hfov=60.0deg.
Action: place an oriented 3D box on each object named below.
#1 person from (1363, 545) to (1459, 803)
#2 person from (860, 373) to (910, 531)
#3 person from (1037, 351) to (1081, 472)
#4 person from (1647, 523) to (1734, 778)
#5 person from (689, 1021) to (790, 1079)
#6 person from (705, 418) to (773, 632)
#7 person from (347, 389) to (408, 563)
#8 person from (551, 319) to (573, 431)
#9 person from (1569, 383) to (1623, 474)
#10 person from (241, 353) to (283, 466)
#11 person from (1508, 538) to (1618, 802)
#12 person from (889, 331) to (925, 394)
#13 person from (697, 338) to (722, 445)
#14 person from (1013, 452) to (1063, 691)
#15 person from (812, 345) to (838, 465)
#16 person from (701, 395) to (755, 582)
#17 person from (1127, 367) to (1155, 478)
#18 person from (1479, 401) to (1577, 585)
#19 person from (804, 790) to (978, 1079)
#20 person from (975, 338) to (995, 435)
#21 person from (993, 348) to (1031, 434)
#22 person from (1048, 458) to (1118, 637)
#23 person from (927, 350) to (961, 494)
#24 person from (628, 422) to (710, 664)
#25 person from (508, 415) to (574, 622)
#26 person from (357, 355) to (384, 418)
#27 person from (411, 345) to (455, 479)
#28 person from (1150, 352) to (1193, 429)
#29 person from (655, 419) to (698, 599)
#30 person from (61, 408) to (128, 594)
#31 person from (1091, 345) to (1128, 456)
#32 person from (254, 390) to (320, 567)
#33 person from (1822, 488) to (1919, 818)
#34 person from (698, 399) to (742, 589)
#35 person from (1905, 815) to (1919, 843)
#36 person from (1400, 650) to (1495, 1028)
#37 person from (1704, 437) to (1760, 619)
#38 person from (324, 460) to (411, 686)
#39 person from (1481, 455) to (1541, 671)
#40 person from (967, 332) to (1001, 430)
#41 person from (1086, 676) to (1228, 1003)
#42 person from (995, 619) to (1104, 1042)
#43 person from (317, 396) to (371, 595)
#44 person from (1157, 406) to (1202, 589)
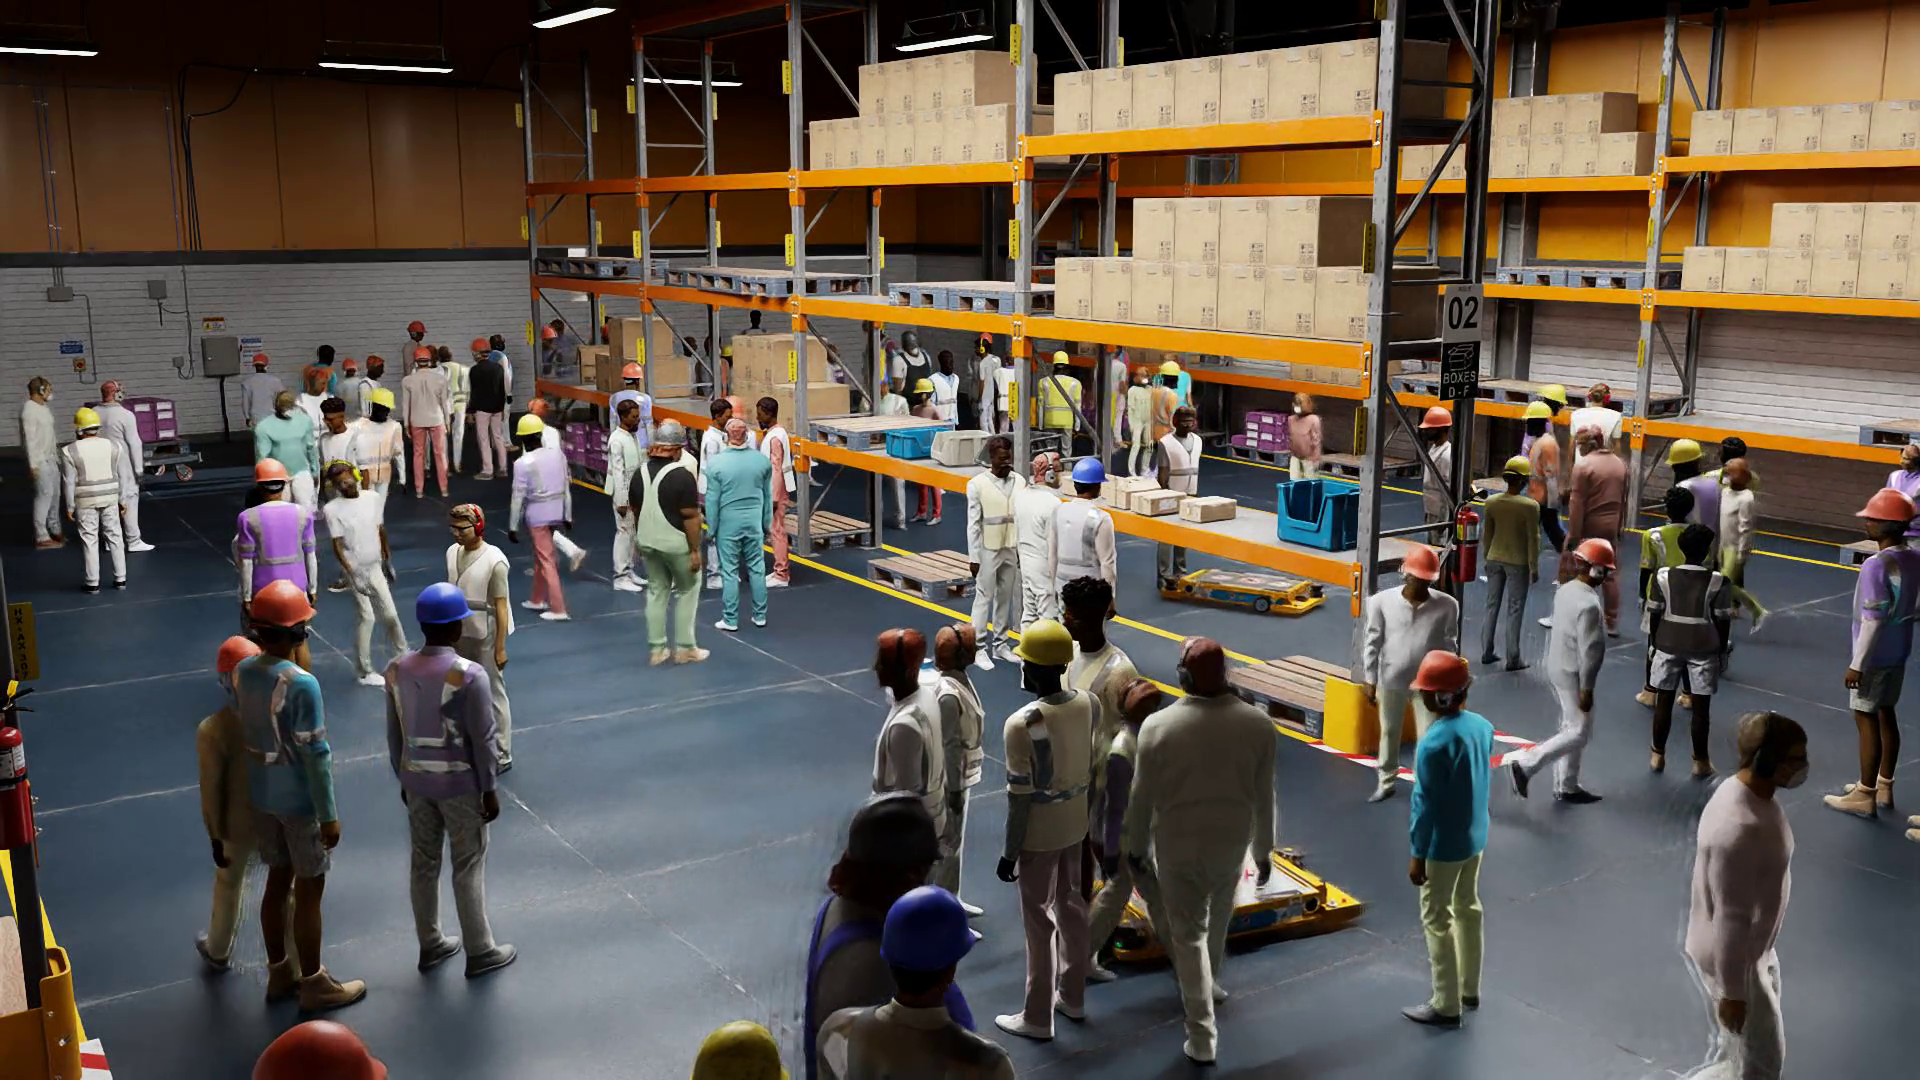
[{"bbox_3d":[2.784,0.859,10.296,0.576,1.715,0.590,2,11,12],"label":"person"},{"bbox_3d":[-0.853,-1.063,19.664,0.687,1.908,0.492,2,11,12],"label":"person"},{"bbox_3d":[1.316,-1.543,22.077,0.581,1.919,0.398,1,11,3],"label":"person"},{"bbox_3d":[4.816,0.730,11.009,0.531,1.692,0.320,8,13,34],"label":"person"},{"bbox_3d":[-0.574,2.039,4.221,0.491,1.731,0.324,8,14,37],"label":"person"},{"bbox_3d":[-1.990,-0.137,14.897,0.652,1.906,0.403,-7,13,-31],"label":"person"},{"bbox_3d":[-6.210,-0.667,17.669,0.570,1.878,0.624,11,15,44],"label":"person"},{"bbox_3d":[-6.874,-2.850,28.734,0.368,1.933,0.628,-3,11,-14],"label":"person"},{"bbox_3d":[7.096,-0.834,18.617,0.565,1.846,0.390,7,13,32],"label":"person"},{"bbox_3d":[-9.916,-1.786,23.736,0.573,1.746,0.347,-2,11,-10],"label":"person"},{"bbox_3d":[3.790,0.834,10.412,0.568,1.719,0.602,1,11,3],"label":"person"},{"bbox_3d":[-0.871,-2.585,27.681,0.638,1.819,0.801,-1,11,-4],"label":"person"},{"bbox_3d":[-3.626,-1.990,24.299,0.371,1.941,0.627,1,11,7],"label":"person"},{"bbox_3d":[0.672,0.271,12.811,0.410,1.909,0.642,-5,12,-26],"label":"person"},{"bbox_3d":[-2.012,-2.019,24.805,0.472,1.804,0.611,0,11,-1],"label":"person"},{"bbox_3d":[-2.327,-0.509,16.772,0.564,1.922,0.422,-2,11,-8],"label":"person"},{"bbox_3d":[2.522,-1.603,23.138,0.517,1.616,0.302,-9,14,-38],"label":"person"},{"bbox_3d":[5.808,-0.451,16.625,1.021,1.872,0.590,3,11,14],"label":"person"},{"bbox_3d":[-0.214,1.725,5.024,0.581,2.000,0.694,-3,11,-13],"label":"person"},{"bbox_3d":[0.368,-2.128,25.219,0.333,1.860,0.510,4,12,20],"label":"person"},{"bbox_3d":[0.733,-1.814,23.672,0.561,1.836,0.394,4,12,20],"label":"person"},{"bbox_3d":[0.916,0.362,12.238,0.391,1.946,0.615,-10,15,-42],"label":"person"},{"bbox_3d":[-0.229,-1.582,22.265,0.372,1.916,0.597,8,14,37],"label":"person"},{"bbox_3d":[-2.375,0.022,13.738,0.705,2.000,0.535,7,13,32],"label":"person"},{"bbox_3d":[-3.917,-0.209,15.278,0.797,1.891,0.616,7,13,30],"label":"person"},{"bbox_3d":[-7.825,-1.510,22.013,0.501,1.873,0.695,-1,11,-4],"label":"person"},{"bbox_3d":[-7.447,-1.816,23.543,0.585,1.883,0.343,-7,13,-30],"label":"person"},{"bbox_3d":[2.914,-1.733,23.326,0.595,1.799,0.878,-3,12,-16],"label":"person"},{"bbox_3d":[-2.791,-0.309,16.170,0.560,1.752,0.326,8,14,37],"label":"person"},{"bbox_3d":[-8.502,-0.387,16.352,0.404,1.836,0.600,10,15,41],"label":"person"},{"bbox_3d":[2.341,-2.124,25.319,0.538,1.800,0.904,8,14,36],"label":"person"},{"bbox_3d":[-7.043,-0.643,17.548,0.644,1.876,0.953,-8,14,-35],"label":"person"},{"bbox_3d":[5.661,0.694,10.293,0.615,2.042,0.376,-8,14,-37],"label":"person"},{"bbox_3d":[-2.412,-0.456,16.545,0.404,1.906,0.598,0,11,-2],"label":"person"},{"bbox_3d":[5.862,0.896,9.800,0.342,1.839,0.502,8,13,35],"label":"person"},{"bbox_3d":[2.234,1.359,7.677,0.384,1.739,0.578,10,15,43],"label":"person"},{"bbox_3d":[7.030,-0.105,15.265,0.540,1.699,0.316,-1,11,-5],"label":"person"},{"bbox_3d":[-4.647,0.256,13.116,0.402,1.835,0.603,6,13,30],"label":"person"},{"bbox_3d":[4.520,0.185,13.640,0.339,1.761,0.524,-8,14,-35],"label":"person"},{"bbox_3d":[0.383,-2.214,25.483,0.548,1.929,0.383,4,12,20],"label":"person"},{"bbox_3d":[0.870,1.404,7.828,0.808,1.591,0.505,3,11,15],"label":"person"},{"bbox_3d":[0.392,1.298,7.492,0.357,1.930,0.587,10,15,42],"label":"person"},{"bbox_3d":[-6.052,-0.439,16.336,0.603,1.955,0.385,4,12,19],"label":"person"},{"bbox_3d":[2.161,-0.420,16.508,0.567,1.841,0.377,-9,14,-38],"label":"person"}]
